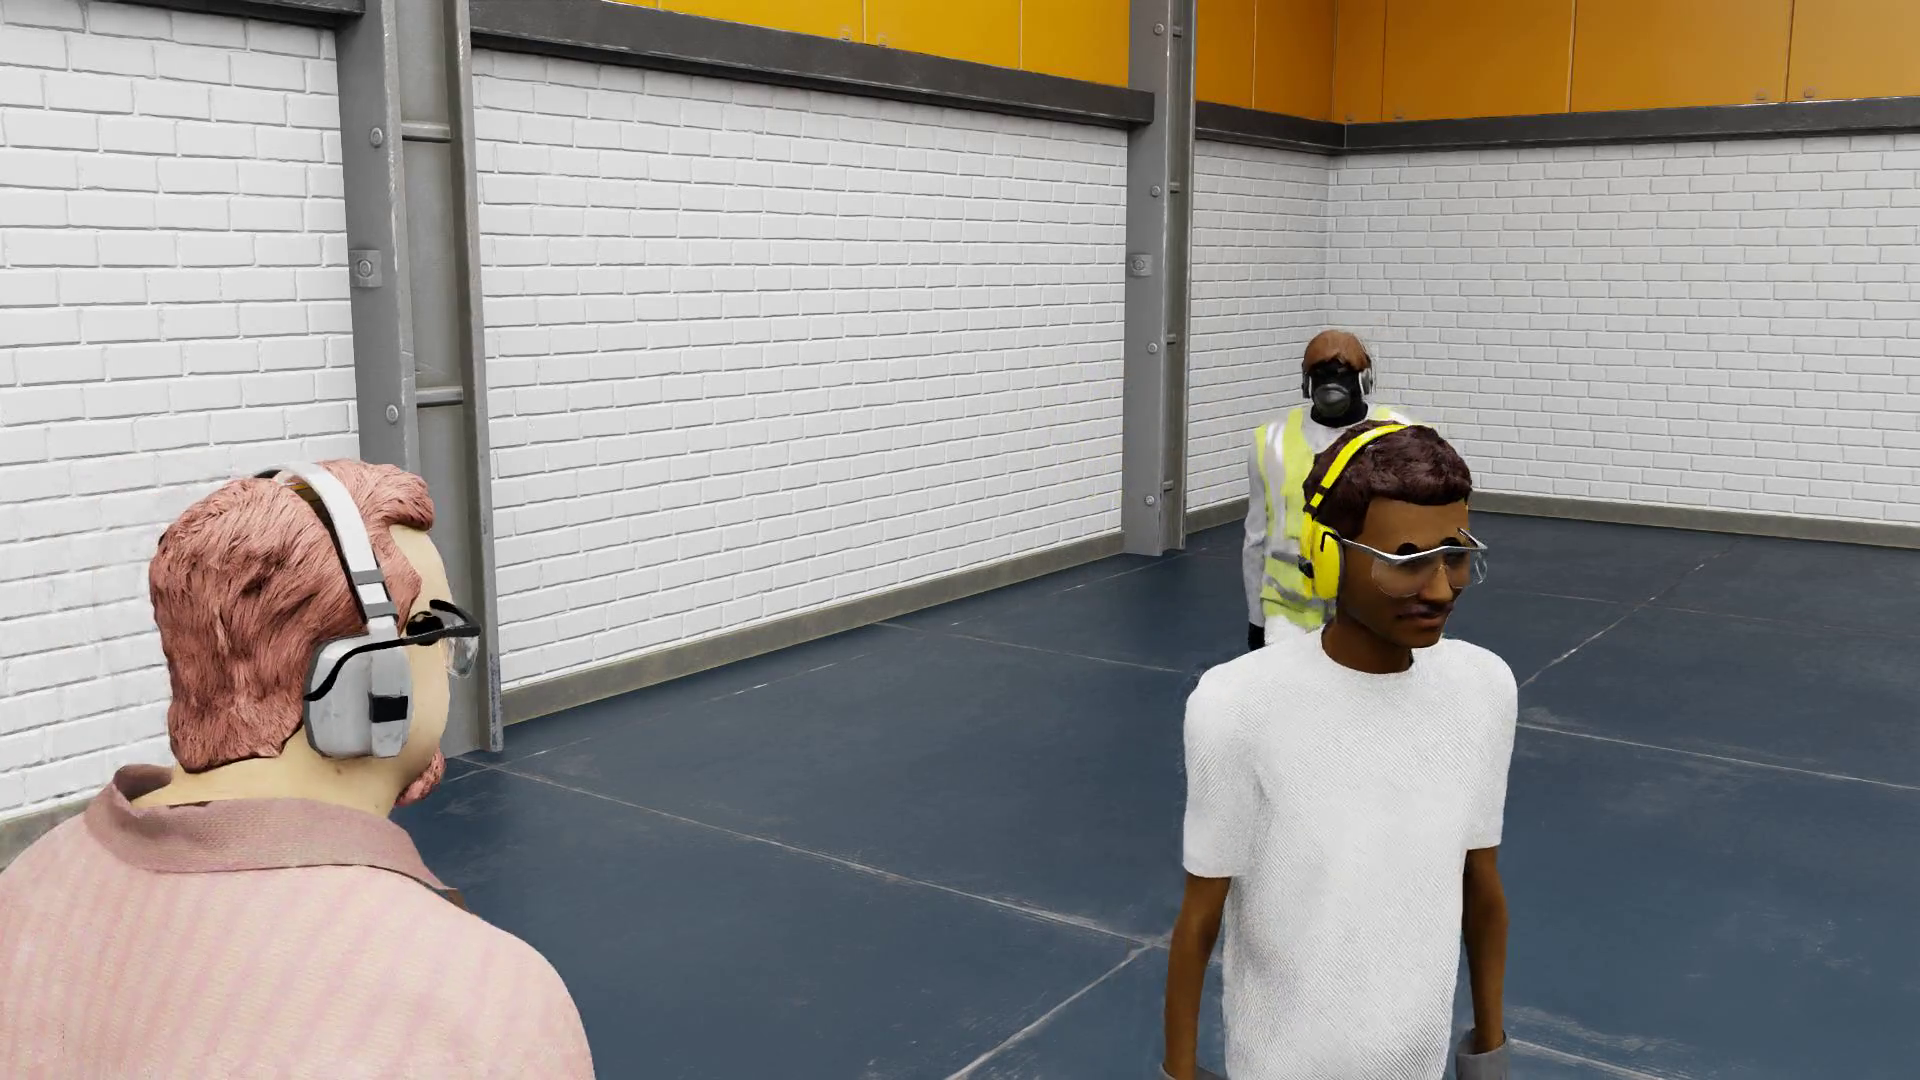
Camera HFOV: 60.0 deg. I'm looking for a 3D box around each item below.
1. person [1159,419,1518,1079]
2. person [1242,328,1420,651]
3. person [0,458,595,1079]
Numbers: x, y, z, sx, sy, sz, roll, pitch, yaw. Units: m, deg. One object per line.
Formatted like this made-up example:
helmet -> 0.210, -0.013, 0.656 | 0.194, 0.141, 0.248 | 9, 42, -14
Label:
person -> 0.504, 0.729, 2.338 | 0.535, 1.833, 0.876 | -4, 10, -21
person -> 1.233, 0.216, 5.426 | 0.631, 1.814, 0.817 | 3, 10, 19
person -> -0.468, 0.859, 1.451 | 0.643, 1.856, 0.988 | 7, 12, 36
